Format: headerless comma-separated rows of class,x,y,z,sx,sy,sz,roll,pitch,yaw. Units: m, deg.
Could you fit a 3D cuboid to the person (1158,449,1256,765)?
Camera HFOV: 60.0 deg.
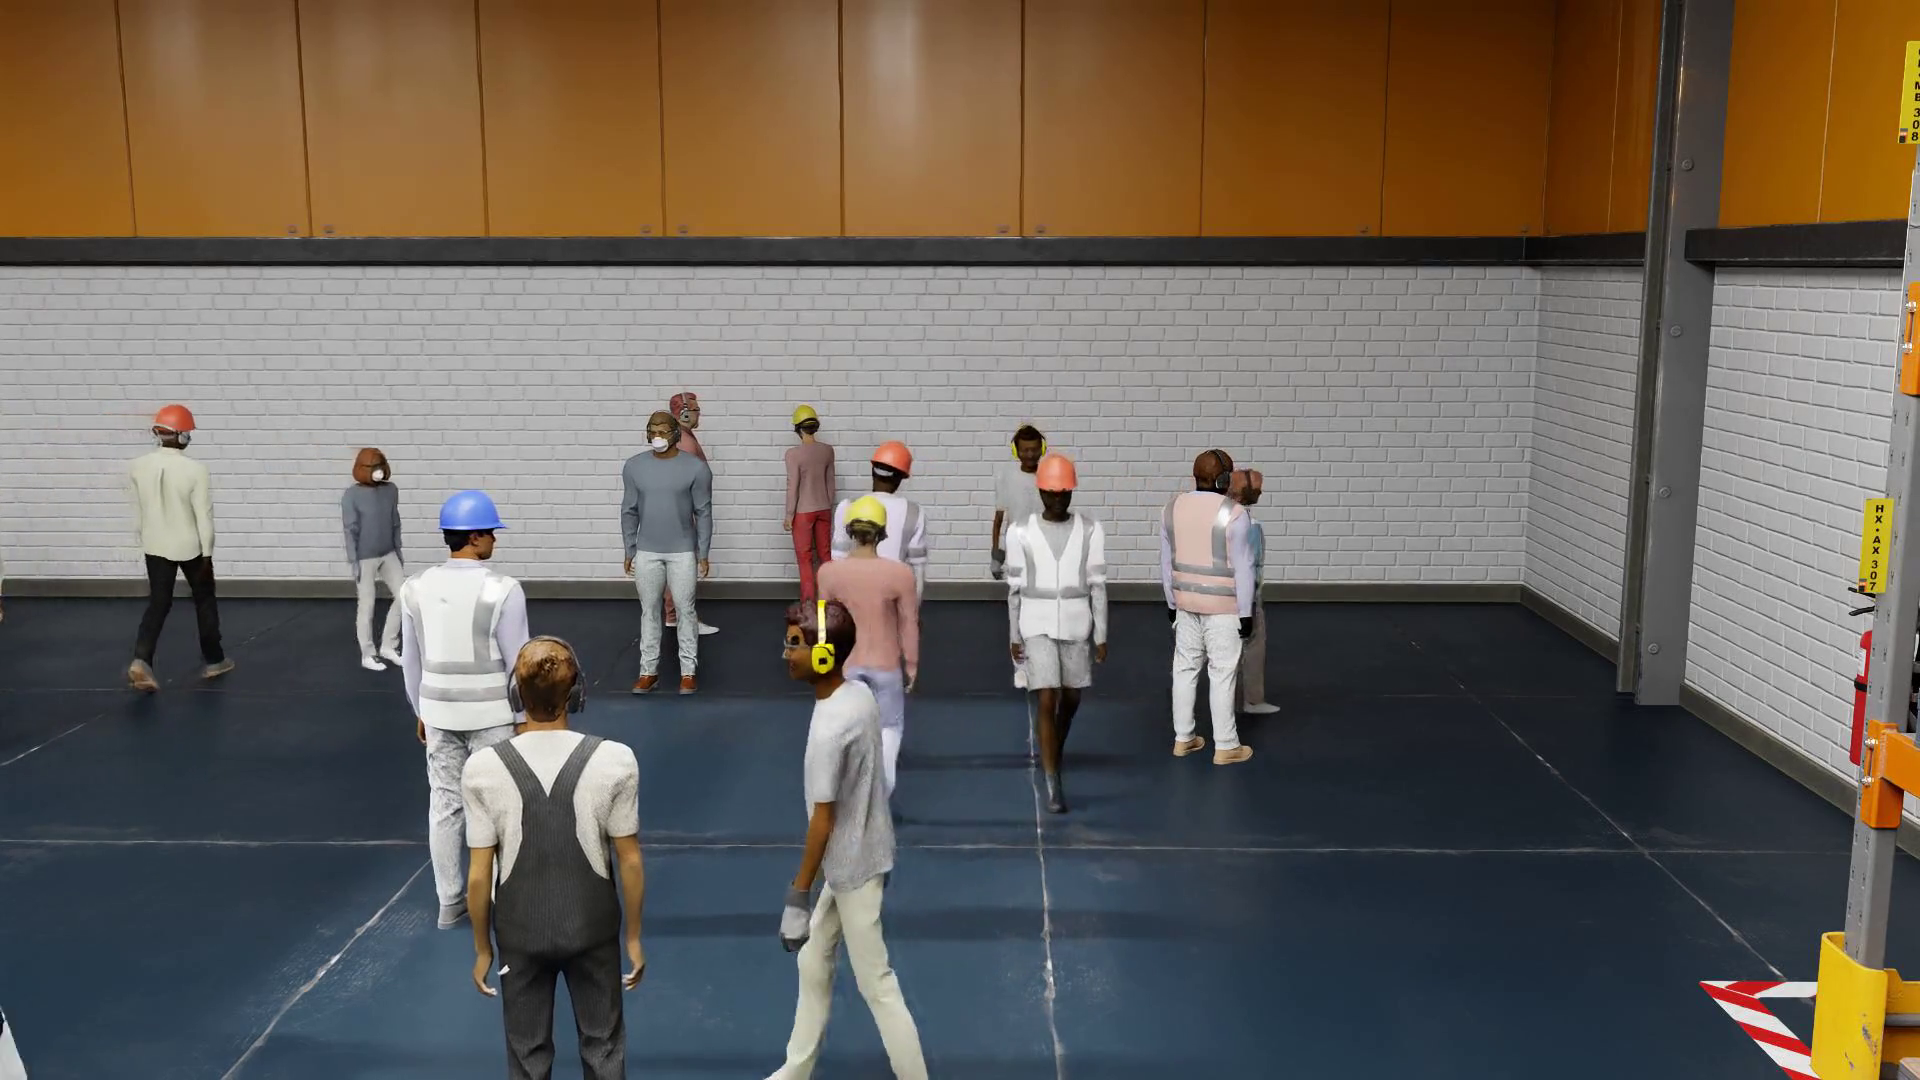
person,1.469,0.387,9.751,0.621,1.845,0.429,9,13,42

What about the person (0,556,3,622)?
person,-6.005,0.333,9.838,0.642,1.922,0.753,-4,10,-23

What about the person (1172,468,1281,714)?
person,1.733,0.343,10.675,0.658,1.614,0.523,-3,10,-16

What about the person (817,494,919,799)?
person,-0.477,0.643,8.497,0.527,1.752,0.520,1,10,5

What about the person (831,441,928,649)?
person,-0.509,0.366,9.732,0.624,1.888,0.635,-1,10,-7

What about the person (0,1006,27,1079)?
person,-2.952,1.198,4.689,0.604,1.908,0.493,5,11,29

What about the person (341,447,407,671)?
person,-4.156,0.142,11.872,0.448,1.615,0.533,6,11,31

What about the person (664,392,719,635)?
person,-2.159,-0.211,13.138,0.402,1.910,0.639,-5,11,-27

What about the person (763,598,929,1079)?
person,-0.456,1.096,5.483,0.856,1.841,0.571,1,9,4

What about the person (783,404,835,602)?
person,-1.248,-0.229,13.674,0.322,1.765,0.533,8,13,42

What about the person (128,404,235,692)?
person,-5.423,0.047,11.448,0.615,1.961,0.919,1,9,4

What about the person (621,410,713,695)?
person,-1.983,0.086,11.262,0.627,1.941,0.371,1,10,4

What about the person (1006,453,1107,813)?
person,0.523,0.458,9.121,0.549,1.914,0.861,-1,10,-4

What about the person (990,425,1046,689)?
person,0.476,0.092,11.645,0.530,1.849,0.717,-2,10,-13

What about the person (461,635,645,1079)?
person,-1.192,1.190,4.930,0.506,1.845,0.344,-2,10,-11

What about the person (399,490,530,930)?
person,-2.128,0.752,7.257,0.605,1.944,0.403,3,10,16
